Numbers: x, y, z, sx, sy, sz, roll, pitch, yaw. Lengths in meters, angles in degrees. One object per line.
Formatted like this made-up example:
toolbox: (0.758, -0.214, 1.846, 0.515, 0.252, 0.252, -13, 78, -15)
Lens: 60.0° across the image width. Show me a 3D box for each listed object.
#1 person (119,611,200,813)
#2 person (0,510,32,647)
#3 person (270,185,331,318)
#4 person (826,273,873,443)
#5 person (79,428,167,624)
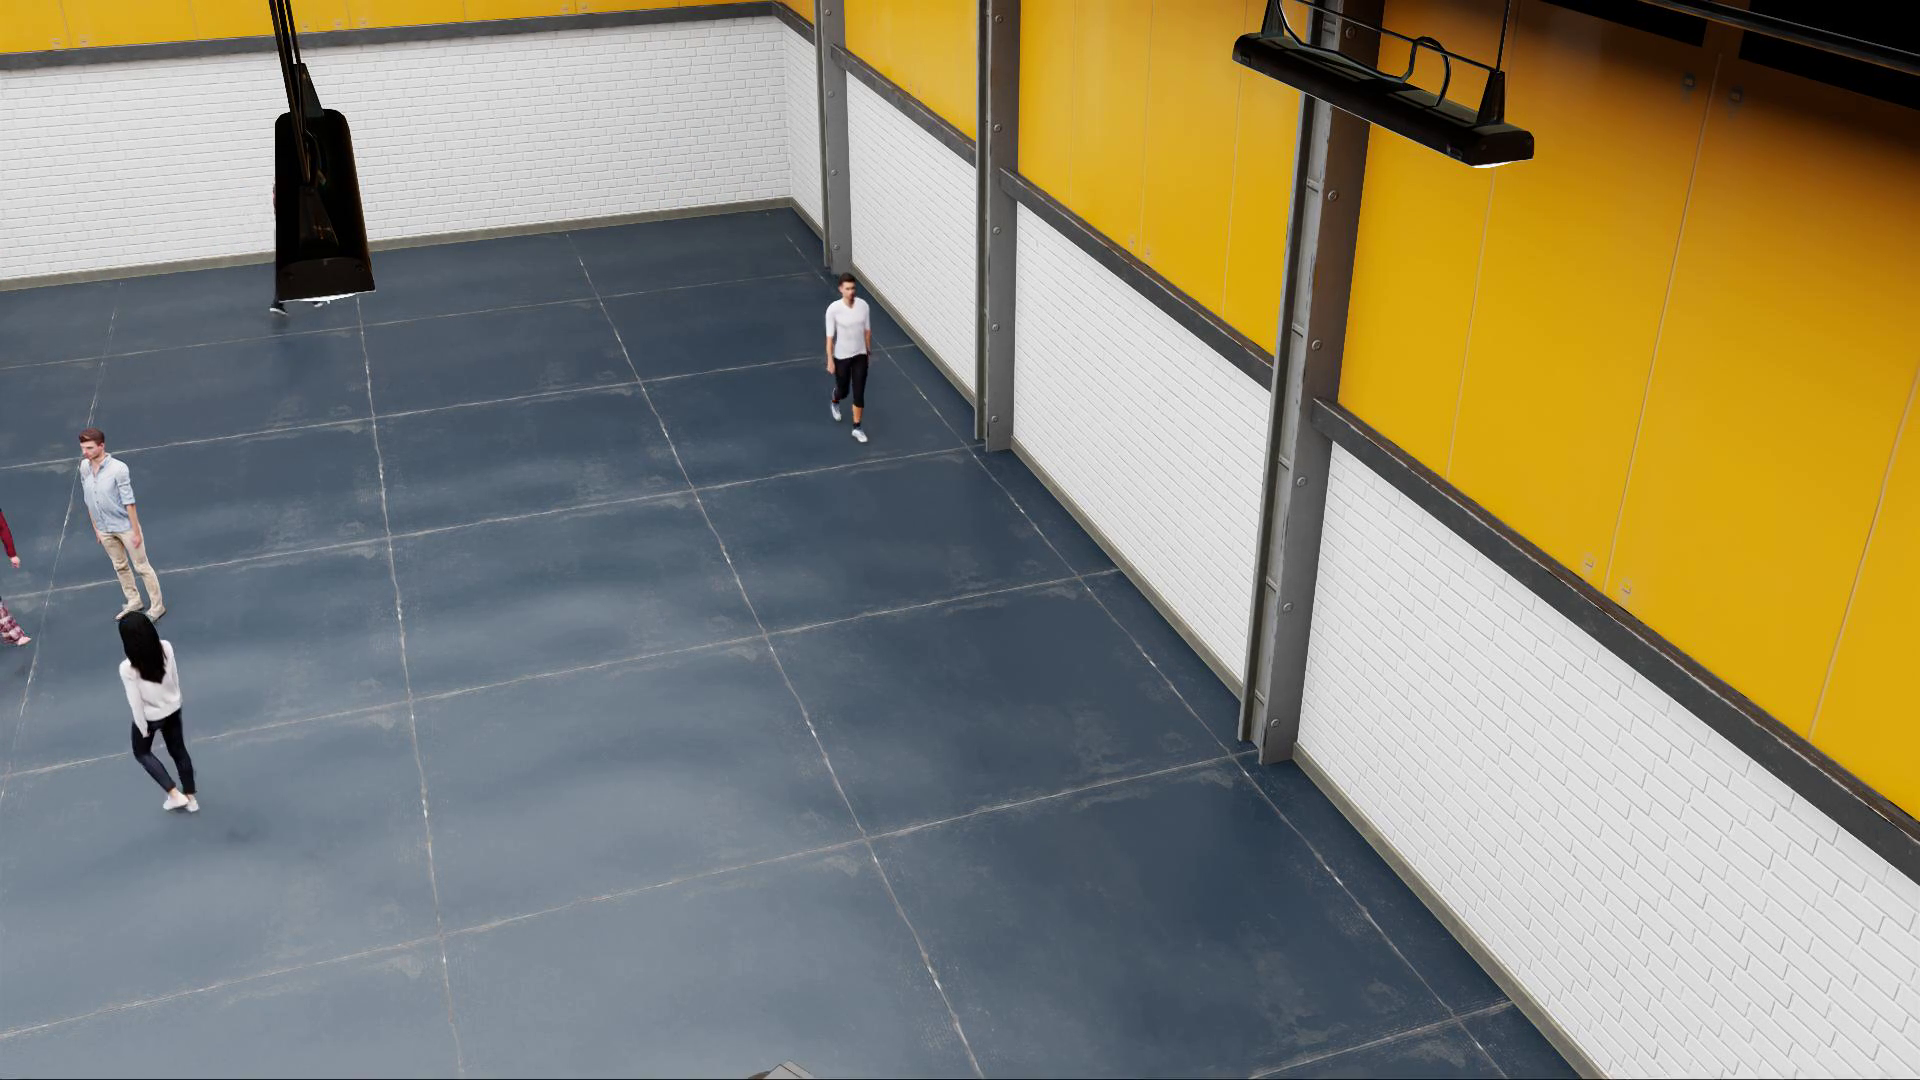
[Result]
person: (-5.746, 1.278, 12.043, 0.787, 1.688, 0.734, 14, 32, 24)
person: (-8.431, 0.127, 14.189, 1.107, 1.654, 0.992, 20, 34, 32)
person: (-8.522, -3.649, 21.053, 1.119, 1.711, 1.138, 14, 32, 24)
person: (-1.207, -2.007, 17.914, 0.714, 1.833, 1.020, -13, 31, -22)
person: (-7.308, -0.132, 14.462, 0.720, 1.847, 0.734, 6, 29, 11)
